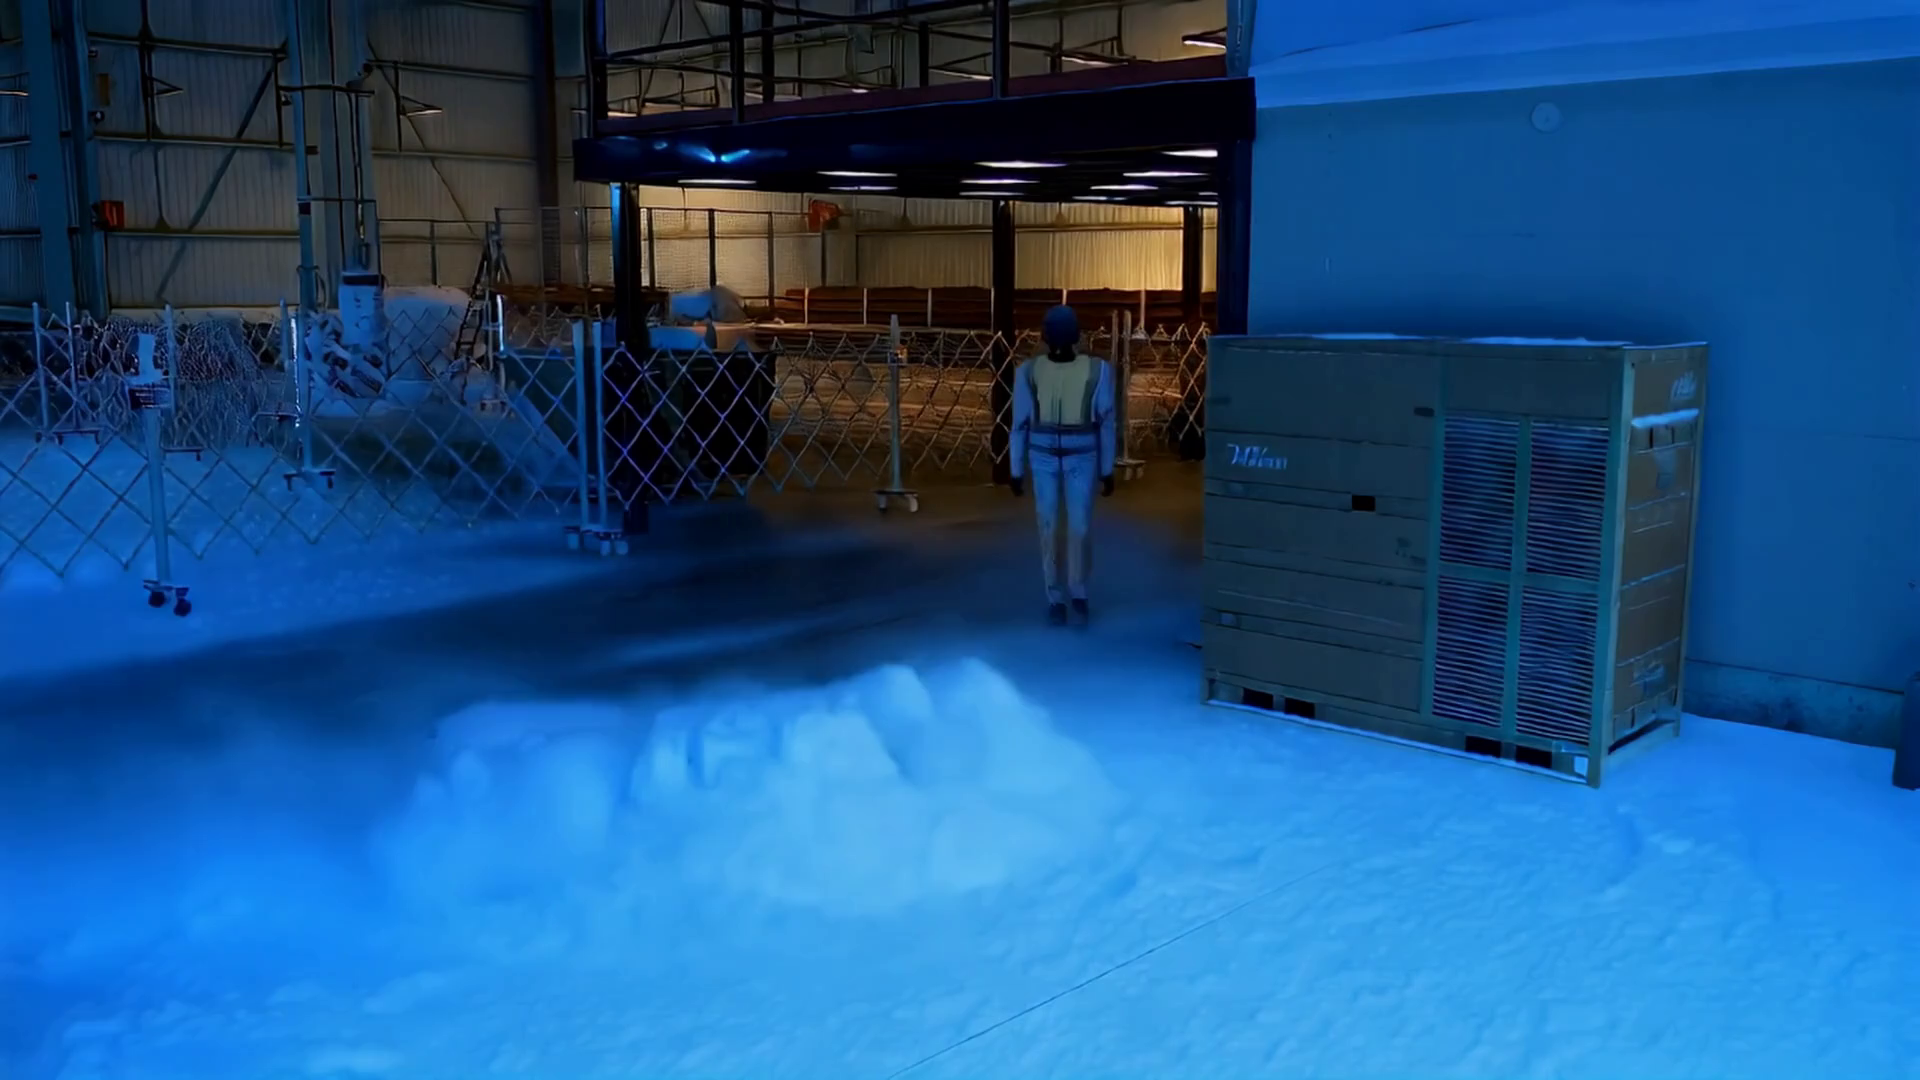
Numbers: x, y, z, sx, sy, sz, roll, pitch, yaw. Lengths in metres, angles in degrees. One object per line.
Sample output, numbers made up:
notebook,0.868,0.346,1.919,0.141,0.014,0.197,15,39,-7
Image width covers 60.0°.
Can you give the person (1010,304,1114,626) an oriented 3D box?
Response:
person,0.577,-0.416,9.573,0.609,1.865,0.508,2,9,11
